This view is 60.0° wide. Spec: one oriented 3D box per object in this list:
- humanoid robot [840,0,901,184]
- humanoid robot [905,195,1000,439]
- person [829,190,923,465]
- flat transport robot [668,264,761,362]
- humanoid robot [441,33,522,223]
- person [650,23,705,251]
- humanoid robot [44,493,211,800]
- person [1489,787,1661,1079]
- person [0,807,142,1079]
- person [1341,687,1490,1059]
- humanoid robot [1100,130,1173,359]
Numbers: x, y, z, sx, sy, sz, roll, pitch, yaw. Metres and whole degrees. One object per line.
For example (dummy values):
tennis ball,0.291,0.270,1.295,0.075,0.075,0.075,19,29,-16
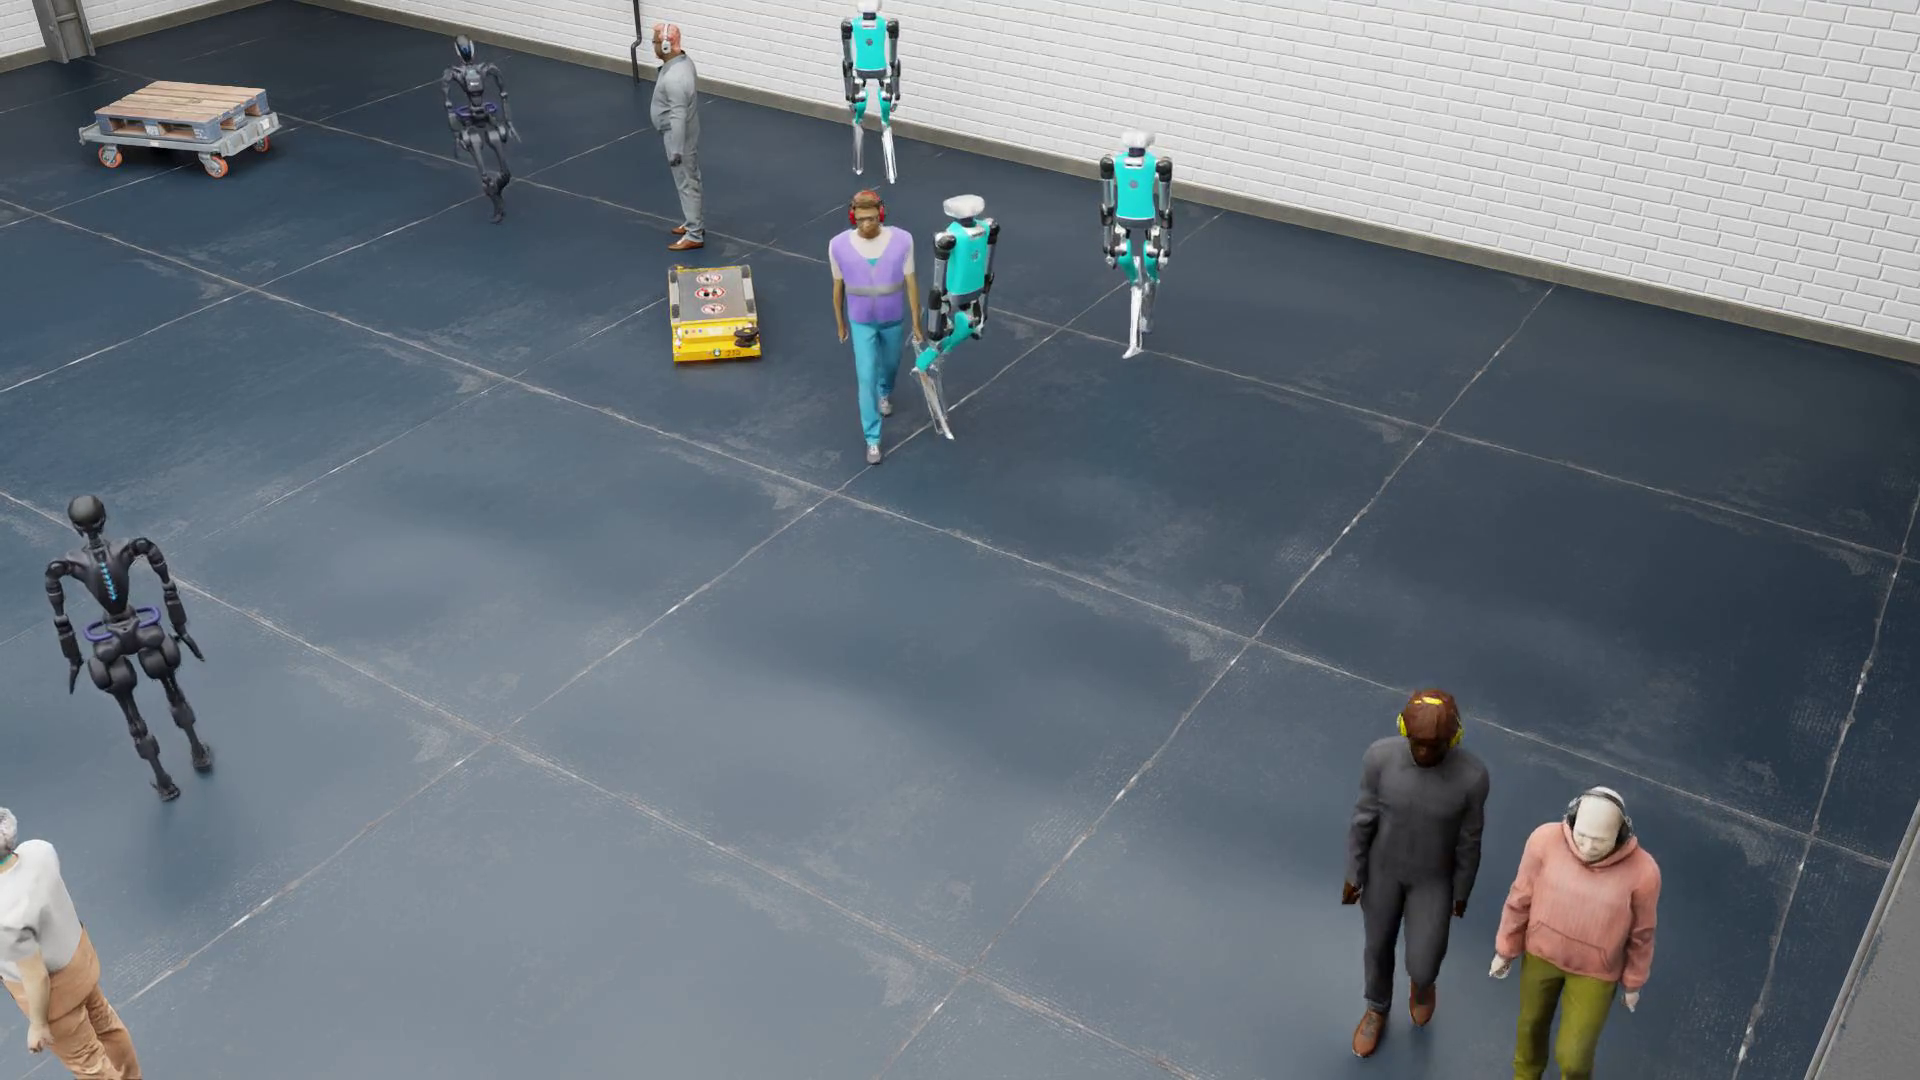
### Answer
humanoid robot,-0.804,-4.191,15.456,0.531,1.804,0.793,0,33,0
humanoid robot,-0.137,-1.505,11.299,0.550,1.852,0.731,-26,41,-35
person,-0.565,-1.508,11.179,0.587,1.808,0.902,-5,33,-7
flat transport robot,-1.942,-1.808,13.070,0.659,0.231,1.431,-5,33,-8
humanoid robot,-4.198,-3.647,14.649,0.602,1.640,0.497,-14,35,-20
person,-2.384,-3.392,14.020,0.403,1.909,0.641,0,33,-1
humanoid robot,-4.067,0.528,8.145,0.612,1.641,0.399,-21,38,-29
person,2.319,1.608,6.328,0.542,1.814,0.438,22,39,30
person,-3.437,1.668,6.293,0.323,1.748,0.481,-6,33,-9
person,1.797,1.347,6.688,0.514,1.857,0.428,14,35,21
humanoid robot,1.365,-2.263,12.491,0.564,1.844,0.802,9,34,14
